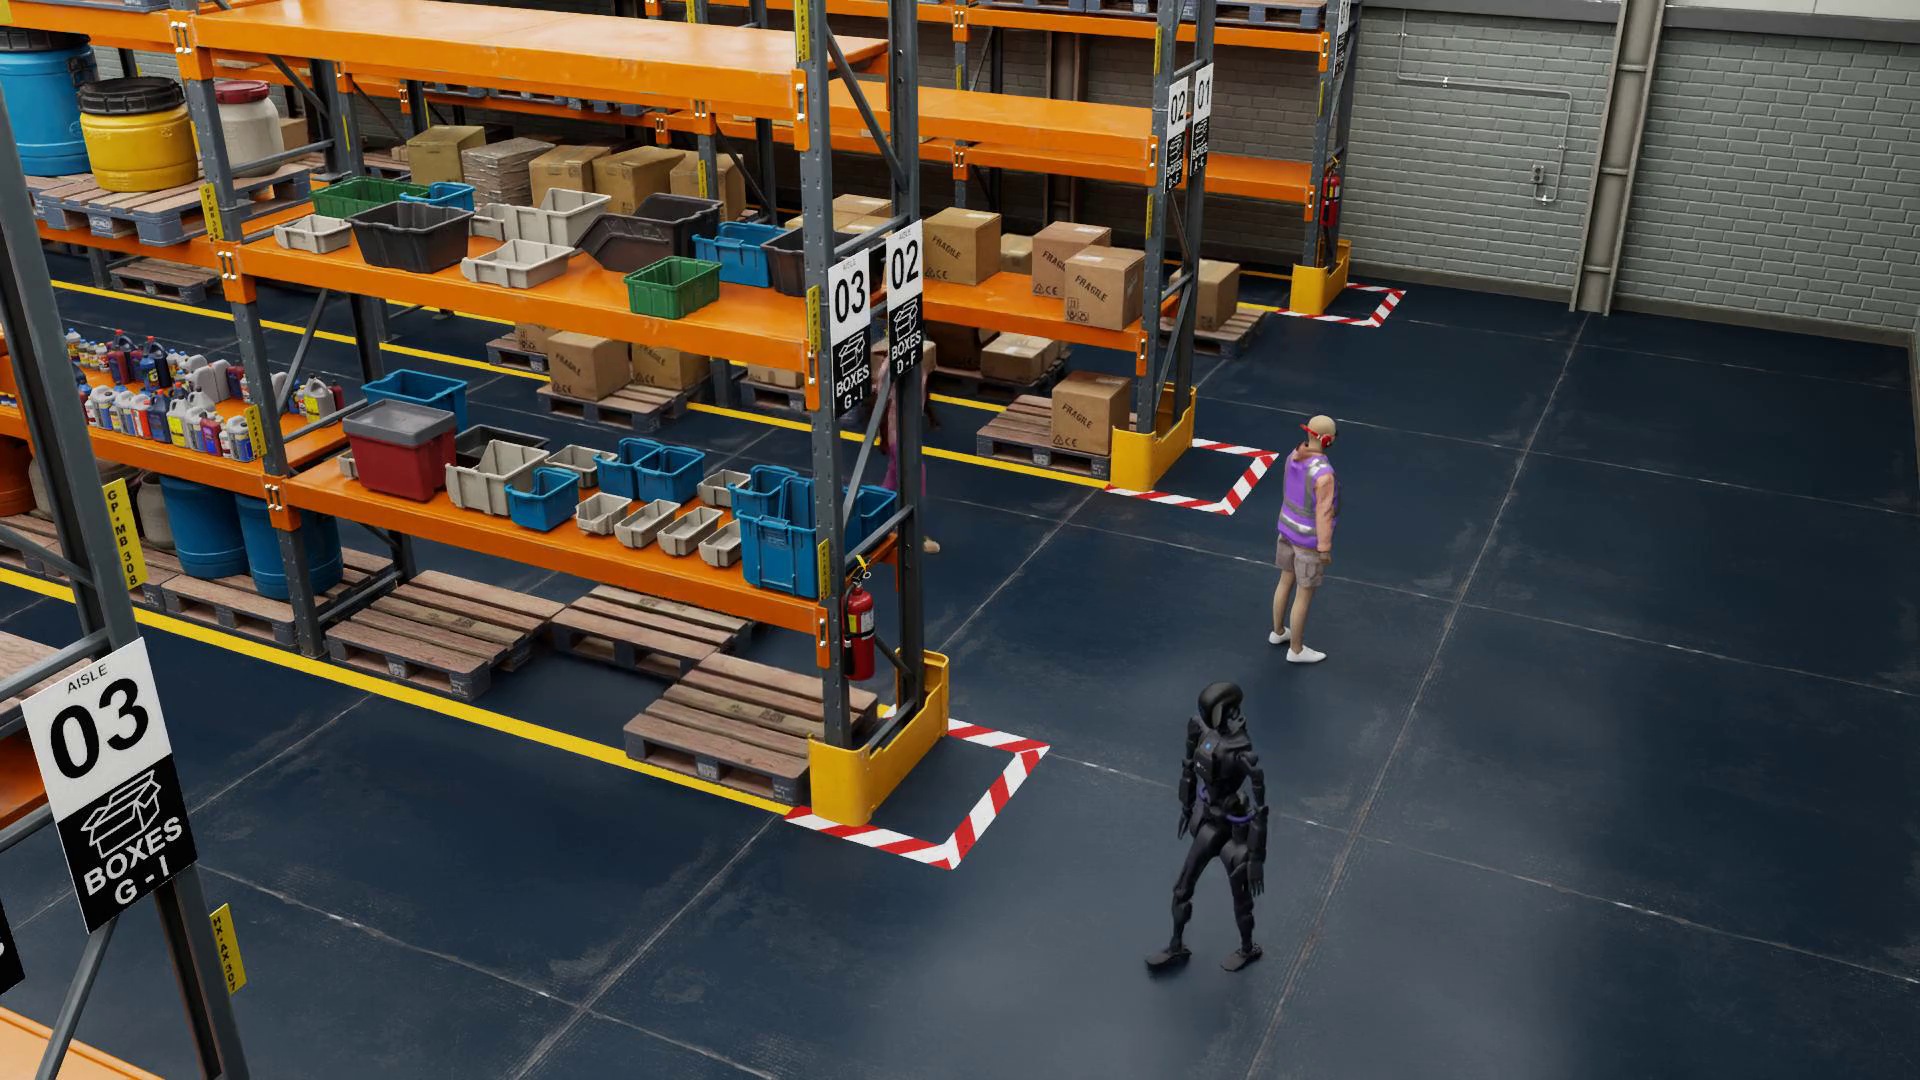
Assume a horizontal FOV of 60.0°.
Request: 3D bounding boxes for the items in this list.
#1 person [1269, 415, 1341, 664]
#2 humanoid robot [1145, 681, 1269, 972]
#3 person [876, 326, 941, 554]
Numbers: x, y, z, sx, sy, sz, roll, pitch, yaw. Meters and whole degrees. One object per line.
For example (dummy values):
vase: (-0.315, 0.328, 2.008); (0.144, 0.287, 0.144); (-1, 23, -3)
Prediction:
person: (2.223, -0.010, 10.722); (0.348, 1.689, 0.489); (-9, 28, -17)
humanoid robot: (1.239, 1.390, 7.915); (0.595, 1.637, 0.612); (-16, 30, -29)
person: (-0.337, -0.776, 12.176); (0.724, 1.777, 0.532); (9, 28, 18)
